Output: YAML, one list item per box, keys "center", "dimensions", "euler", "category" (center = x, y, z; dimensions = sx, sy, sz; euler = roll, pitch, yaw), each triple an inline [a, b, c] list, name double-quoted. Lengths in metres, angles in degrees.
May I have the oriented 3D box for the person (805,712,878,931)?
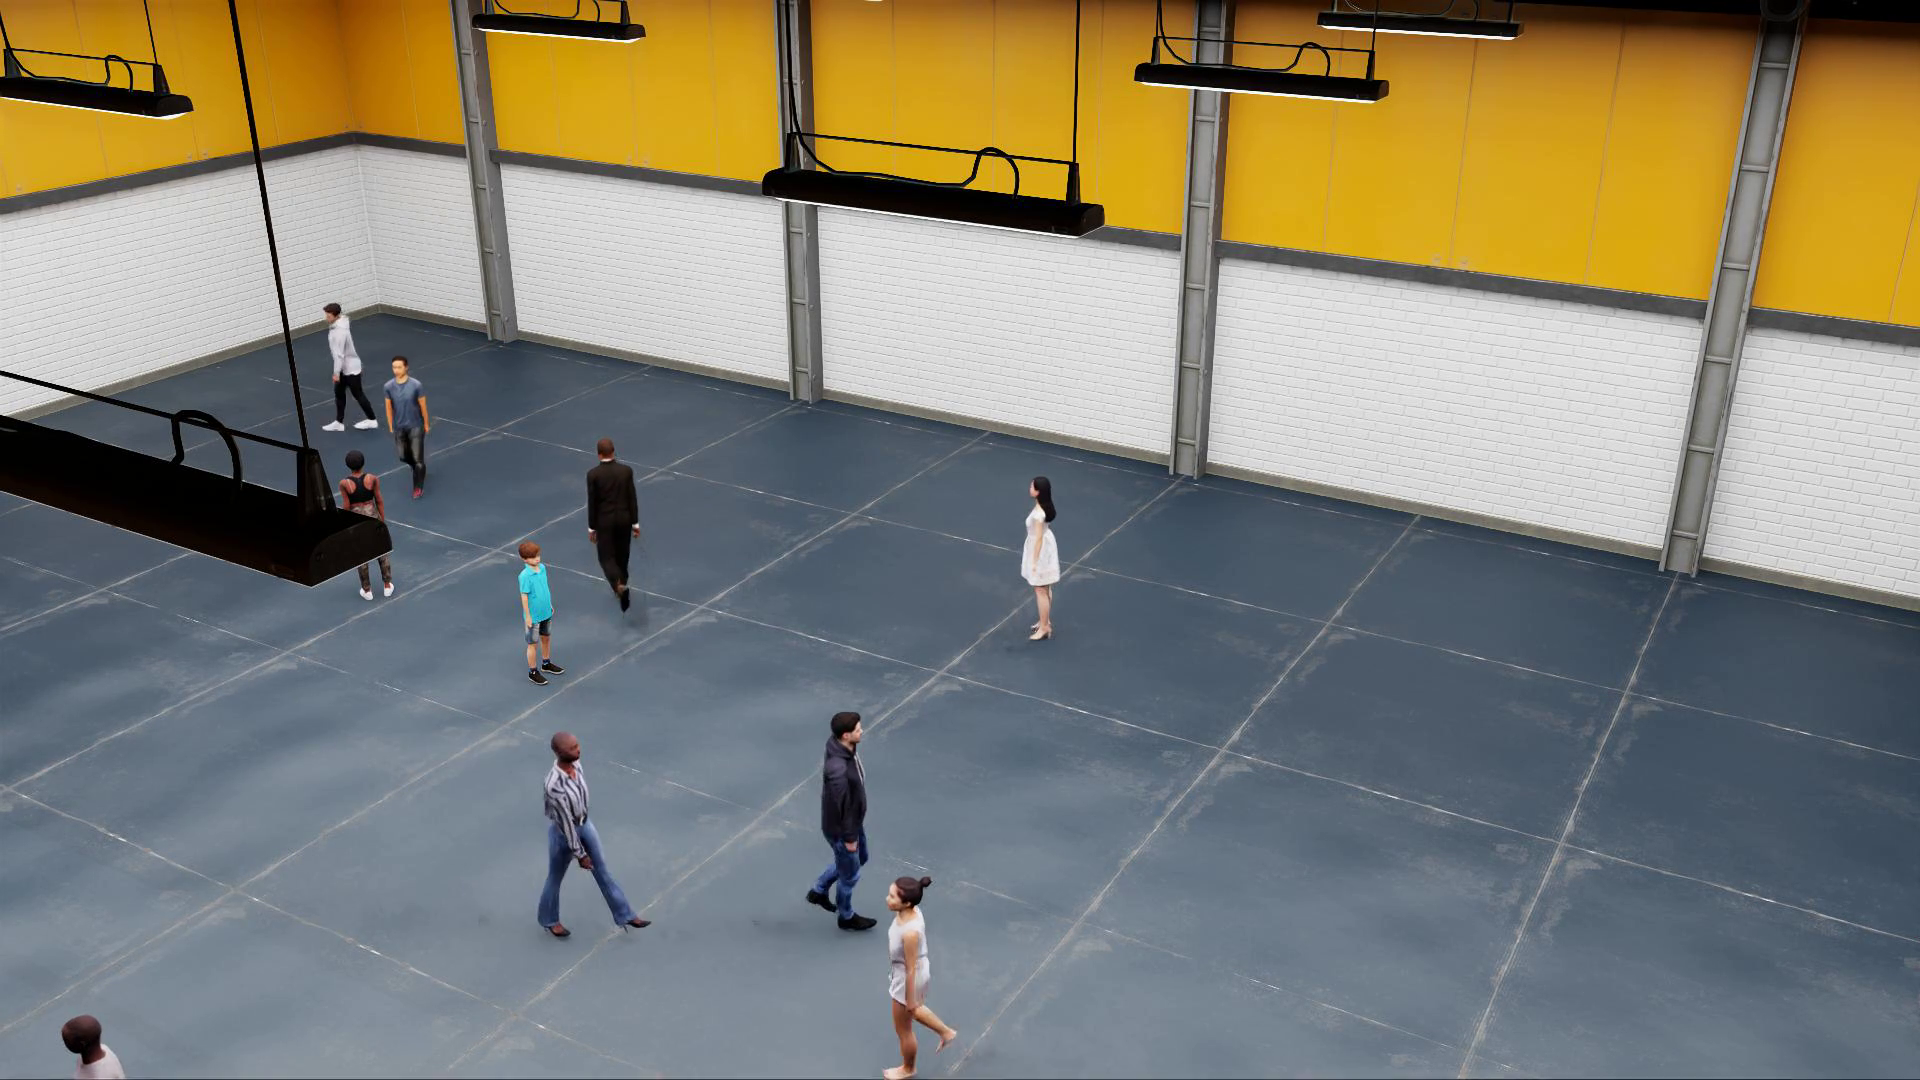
- center: [-0.954, 2.116, 12.409]
  dimensions: [0.934, 1.876, 0.864]
  euler: [0, 24, -1]
  category: "person"

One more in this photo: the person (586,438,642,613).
- center: [-3.633, -0.132, 17.545]
  dimensions: [1.099, 1.882, 1.249]
  euler: [-11, 26, -23]
  category: "person"

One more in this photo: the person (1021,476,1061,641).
- center: [0.819, 0.178, 16.971]
  dimensions: [0.714, 1.774, 0.708]
  euler: [7, 25, 16]
  category: "person"

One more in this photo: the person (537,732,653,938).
- center: [-2.977, 2.224, 12.315]
  dimensions: [1.179, 1.754, 0.845]
  euler: [6, 24, 13]
  category: "person"

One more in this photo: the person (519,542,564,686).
- center: [-4.130, 0.679, 16.230]
  dimensions: [0.485, 1.449, 0.532]
  euler: [11, 26, 24]
  category: "person"

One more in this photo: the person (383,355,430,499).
- center: [-6.816, -1.444, 20.657]
  dimensions: [0.971, 1.794, 0.984]
  euler: [-1, 24, -3]
  category: "person"

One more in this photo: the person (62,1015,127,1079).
- center: [-4.843, 3.430, 9.534]
  dimensions: [0.748, 1.772, 0.616]
  euler: [-15, 28, -31]
  category: "person"

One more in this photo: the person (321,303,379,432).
- center: [-8.287, -2.366, 22.675]
  dimensions: [1.086, 1.867, 1.079]
  euler: [-9, 25, -20]
  category: "person"

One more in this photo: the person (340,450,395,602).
- center: [-6.386, -0.173, 17.867]
  dimensions: [0.663, 1.700, 0.693]
  euler: [-11, 26, -24]
  category: "person"

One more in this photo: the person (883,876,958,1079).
- center: [-0.262, 2.887, 11.003]
  dimensions: [0.863, 1.591, 0.780]
  euler: [-2, 24, -6]
  category: "person"
